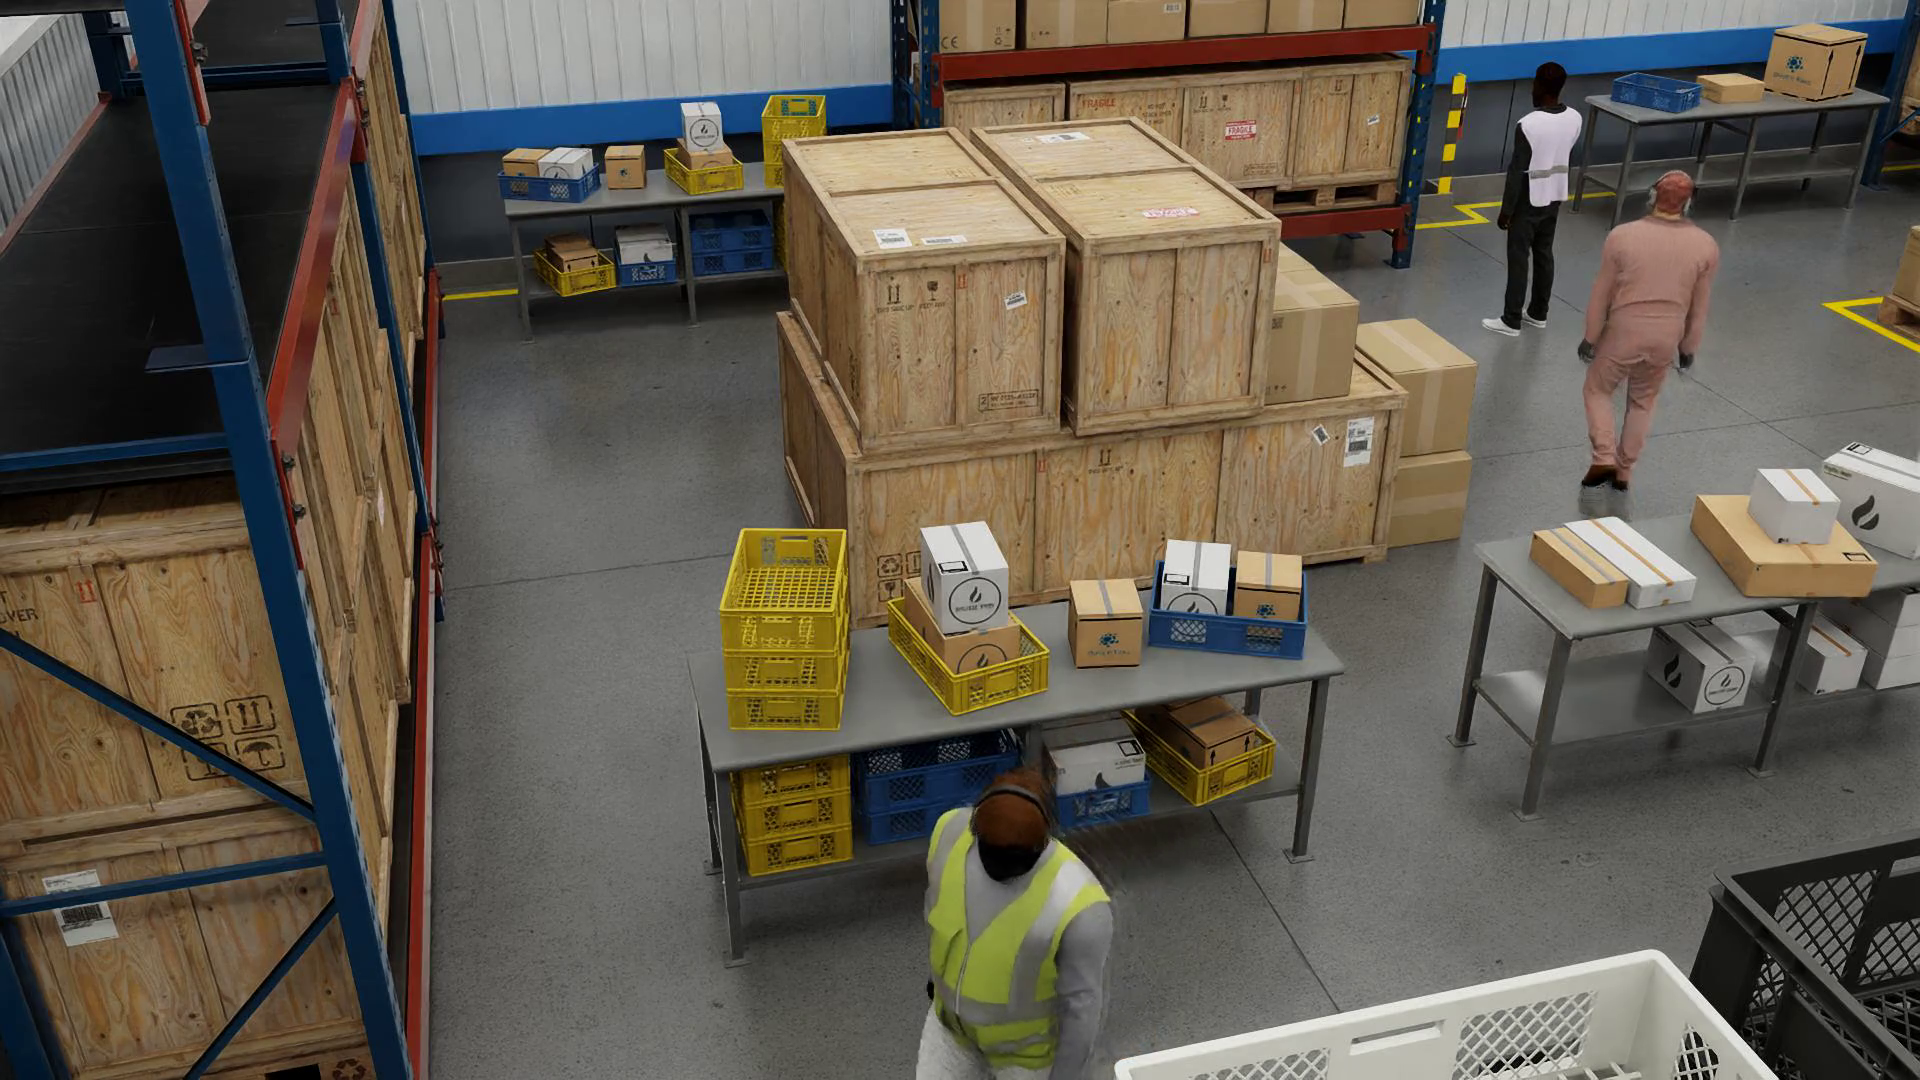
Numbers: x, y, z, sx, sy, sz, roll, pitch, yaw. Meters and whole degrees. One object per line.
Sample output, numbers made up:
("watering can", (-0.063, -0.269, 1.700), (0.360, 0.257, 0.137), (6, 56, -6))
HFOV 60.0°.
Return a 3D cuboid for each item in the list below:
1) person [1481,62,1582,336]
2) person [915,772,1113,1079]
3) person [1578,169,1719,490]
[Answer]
("person", (4.076, -2.395, 11.758), (0.584, 1.909, 0.391), (-17, 33, -28))
("person", (0.107, 1.431, 4.895), (0.659, 1.821, 0.500), (22, 36, 35))
("person", (3.911, -1.154, 9.531), (0.670, 1.878, 0.529), (2, 29, 4))
